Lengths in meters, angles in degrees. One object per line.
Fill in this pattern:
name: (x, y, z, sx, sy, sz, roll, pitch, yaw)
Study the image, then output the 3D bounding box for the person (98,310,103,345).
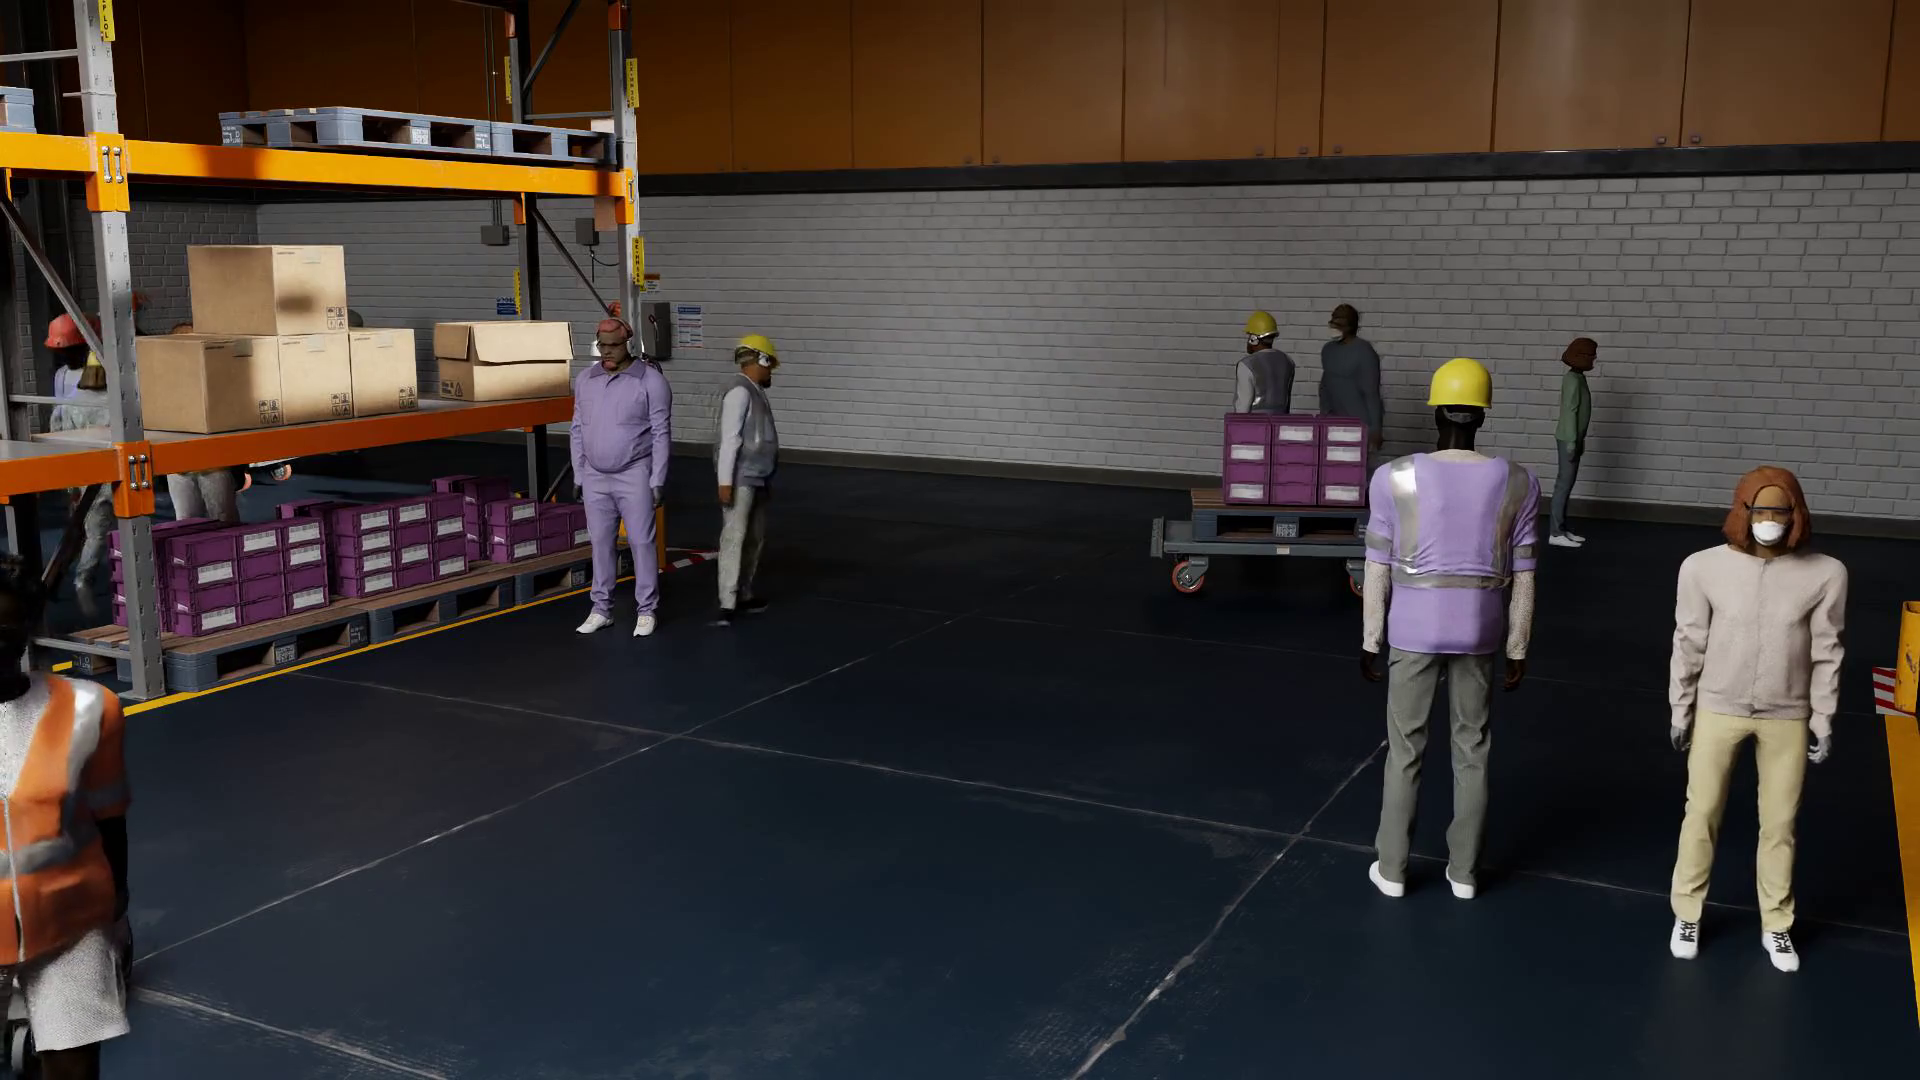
person: (-8.404, -1.543, 16.828, 0.974, 1.870, 0.628, -9, 13, -41)

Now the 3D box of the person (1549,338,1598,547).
person: (4.788, -0.761, 12.984, 0.274, 1.628, 0.499, 4, 11, 24)

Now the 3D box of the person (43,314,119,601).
person: (-5.813, -0.543, 10.993, 0.581, 1.876, 1.026, 8, 13, 40)

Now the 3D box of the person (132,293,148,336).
person: (-6.983, -1.162, 14.269, 0.659, 1.981, 0.612, -9, 13, -42)

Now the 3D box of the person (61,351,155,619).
person: (-5.268, -0.334, 10.263, 0.501, 1.711, 0.600, -1, 10, -7)

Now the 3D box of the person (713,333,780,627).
person: (-1.331, -0.370, 10.299, 0.406, 1.788, 0.734, 1, 10, 6)

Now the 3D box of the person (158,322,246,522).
person: (-4.891, -0.475, 10.703, 0.634, 1.841, 0.429, 2, 10, 9)

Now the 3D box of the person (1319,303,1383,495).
person: (3.125, -0.901, 13.046, 0.735, 1.904, 0.652, -3, 10, -18)

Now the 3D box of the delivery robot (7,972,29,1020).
delivery robot: (-2.768, 1.139, 4.808, 0.477, 0.478, 0.707, -2, 10, -11)

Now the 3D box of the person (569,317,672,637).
person: (-2.038, -0.370, 9.919, 0.640, 1.905, 0.410, 2, 10, 14)

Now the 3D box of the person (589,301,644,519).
person: (-2.884, -1.086, 14.142, 0.348, 1.879, 0.578, 7, 12, 36)

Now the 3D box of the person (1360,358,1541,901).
person: (1.706, 0.327, 5.850, 0.588, 1.922, 0.390, 1, 10, 5)

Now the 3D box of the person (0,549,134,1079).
person: (-2.077, 0.827, 3.626, 0.538, 1.678, 0.704, -7, 12, -35)

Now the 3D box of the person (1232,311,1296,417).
person: (2.321, -0.857, 12.924, 0.589, 1.837, 0.404, -8, 13, -39)

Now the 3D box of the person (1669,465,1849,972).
person: (2.523, 0.567, 5.301, 0.495, 1.626, 0.285, 3, 10, 18)

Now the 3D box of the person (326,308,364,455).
person: (-7.057, -1.931, 18.851, 0.632, 1.940, 0.372, -9, 14, -43)
